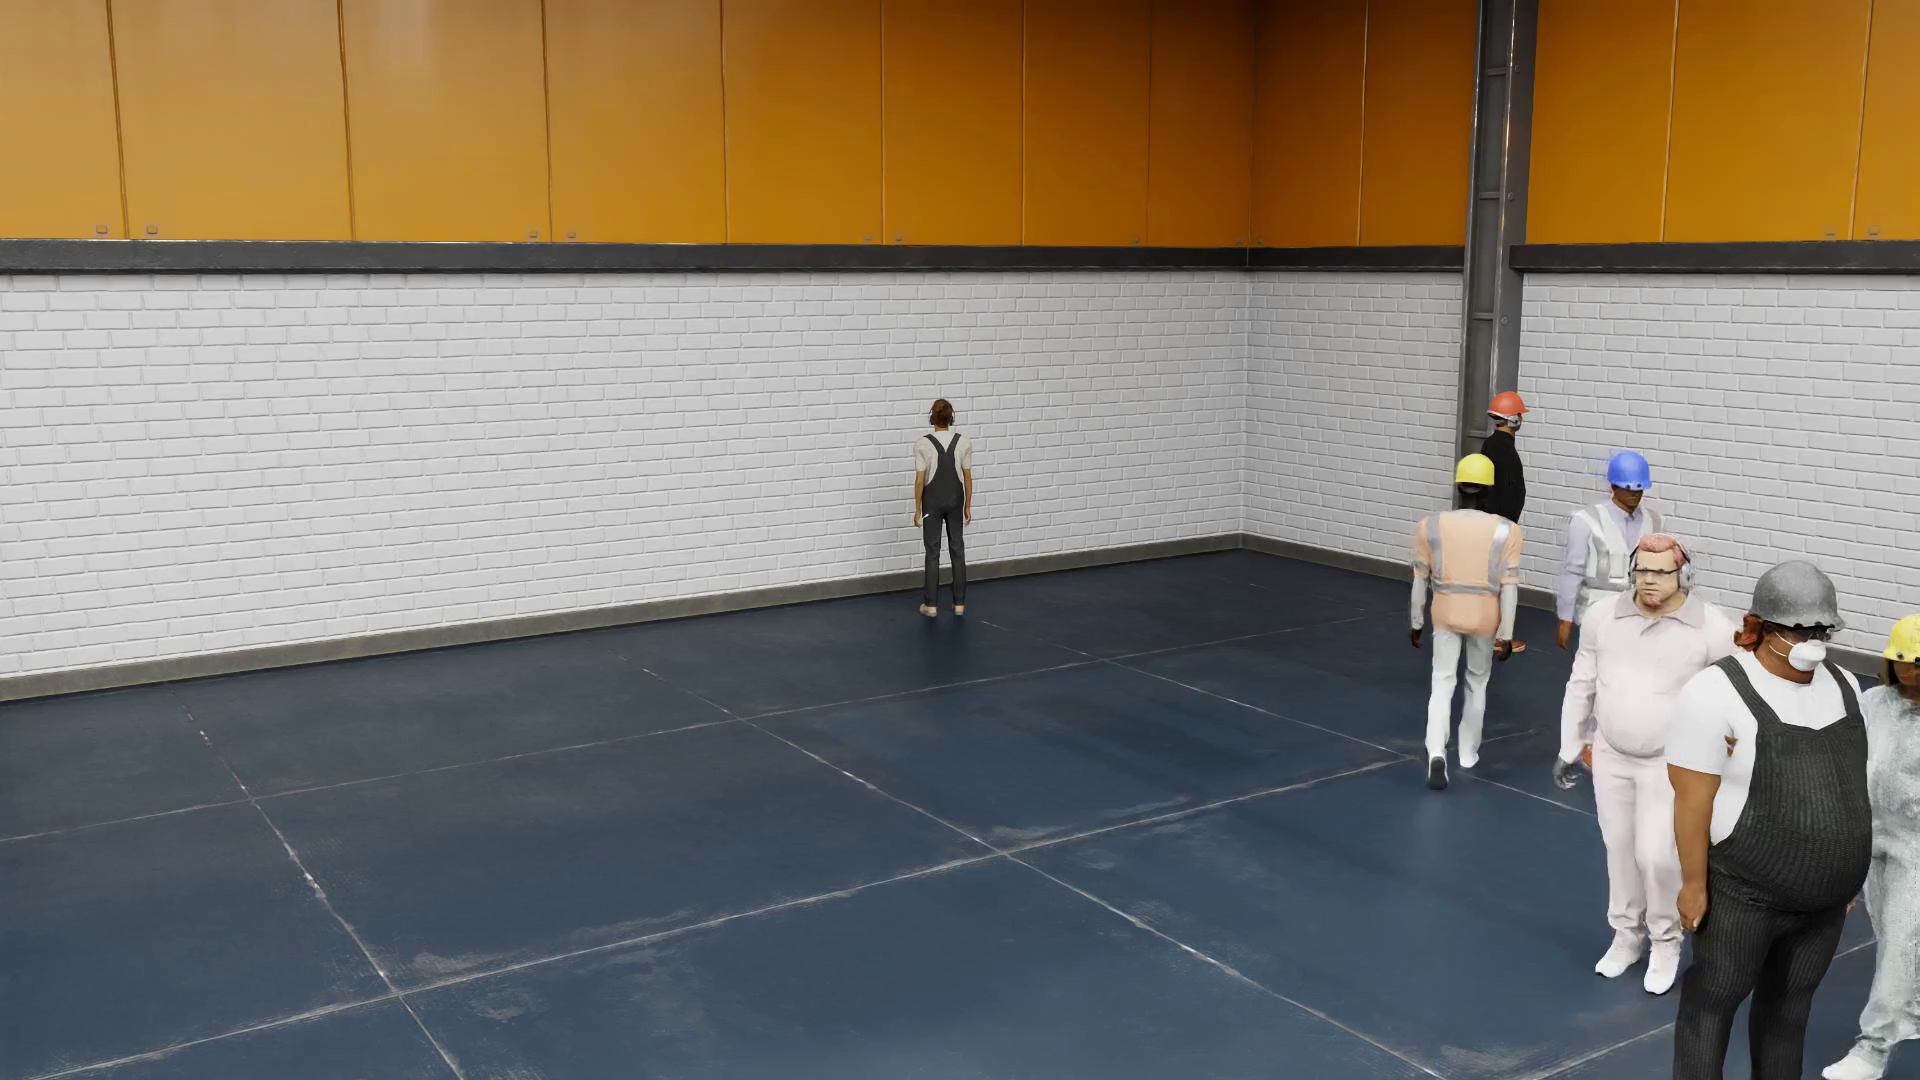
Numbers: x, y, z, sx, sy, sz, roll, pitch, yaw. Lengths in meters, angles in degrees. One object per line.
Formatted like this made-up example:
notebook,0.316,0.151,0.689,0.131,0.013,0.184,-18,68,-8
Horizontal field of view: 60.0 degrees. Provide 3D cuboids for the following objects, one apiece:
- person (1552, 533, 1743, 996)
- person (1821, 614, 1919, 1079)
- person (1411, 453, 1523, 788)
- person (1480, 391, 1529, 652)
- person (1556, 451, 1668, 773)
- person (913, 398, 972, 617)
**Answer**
person,2.776,0.907,6.808,0.507,1.892,0.650,-9,13,-42
person,3.447,1.108,6.133,0.721,1.717,0.500,-4,10,-21
person,2.877,0.454,9.514,0.597,1.898,0.855,4,10,22
person,4.172,-0.148,12.831,0.373,1.997,0.615,0,9,2
person,3.757,0.443,9.482,0.709,1.920,0.466,-2,10,-13
person,-0.148,-0.271,14.030,0.507,1.846,0.345,-2,10,-14
